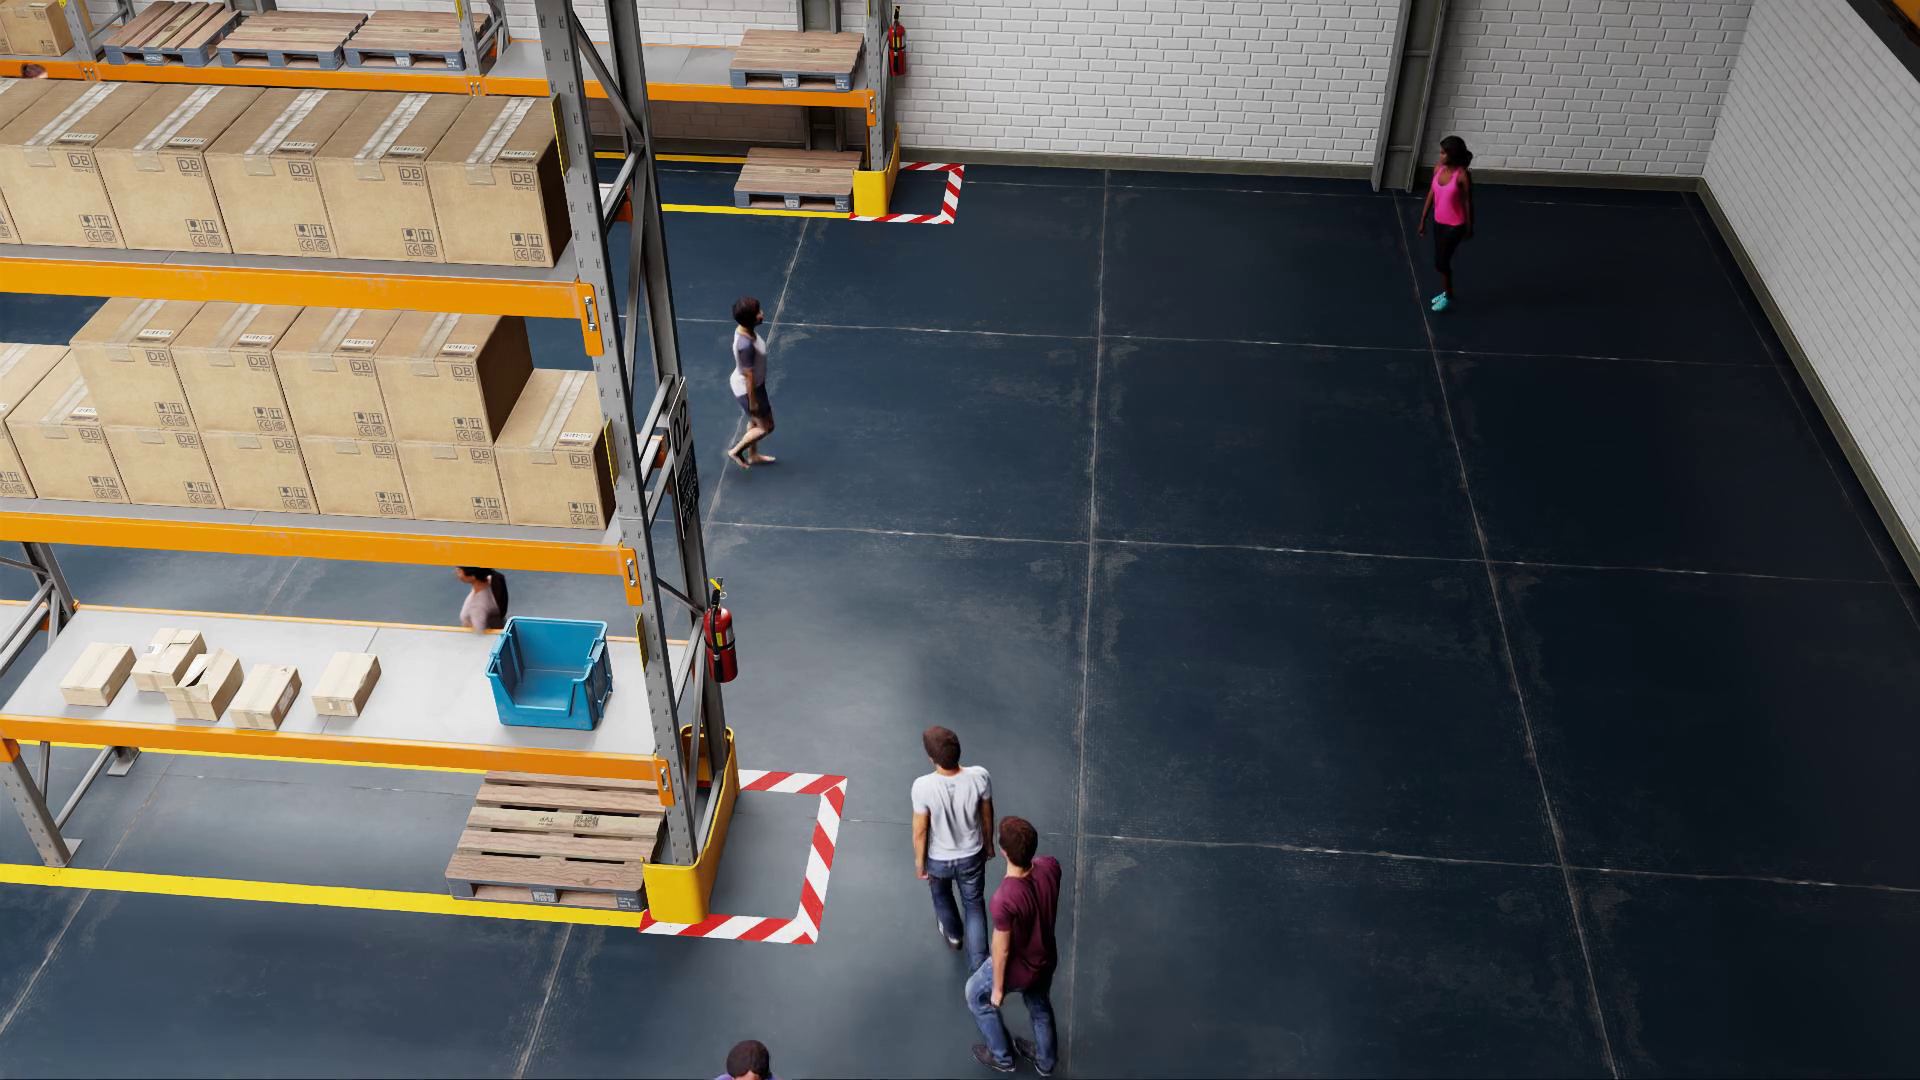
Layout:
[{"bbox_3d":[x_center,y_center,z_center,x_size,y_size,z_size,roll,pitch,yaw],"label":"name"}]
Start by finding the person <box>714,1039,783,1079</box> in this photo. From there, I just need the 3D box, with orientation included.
[{"bbox_3d":[-0.939,2.853,7.892,1.036,1.702,0.698,1,39,2],"label":"person"}]

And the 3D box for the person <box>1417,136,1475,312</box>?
[{"bbox_3d":[4.487,-2.857,15.057,0.804,1.683,0.738,-28,47,-31],"label":"person"}]

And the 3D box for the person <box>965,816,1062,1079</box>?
[{"bbox_3d":[0.386,2.207,8.600,0.913,1.828,0.864,30,48,32],"label":"person"}]

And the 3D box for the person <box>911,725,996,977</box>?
[{"bbox_3d":[-0.021,1.790,9.116,1.061,1.836,0.889,-7,39,-9],"label":"person"}]

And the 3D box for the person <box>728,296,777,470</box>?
[{"bbox_3d":[-1.715,-1.206,13.095,0.675,1.553,0.638,-5,39,-6],"label":"person"}]
